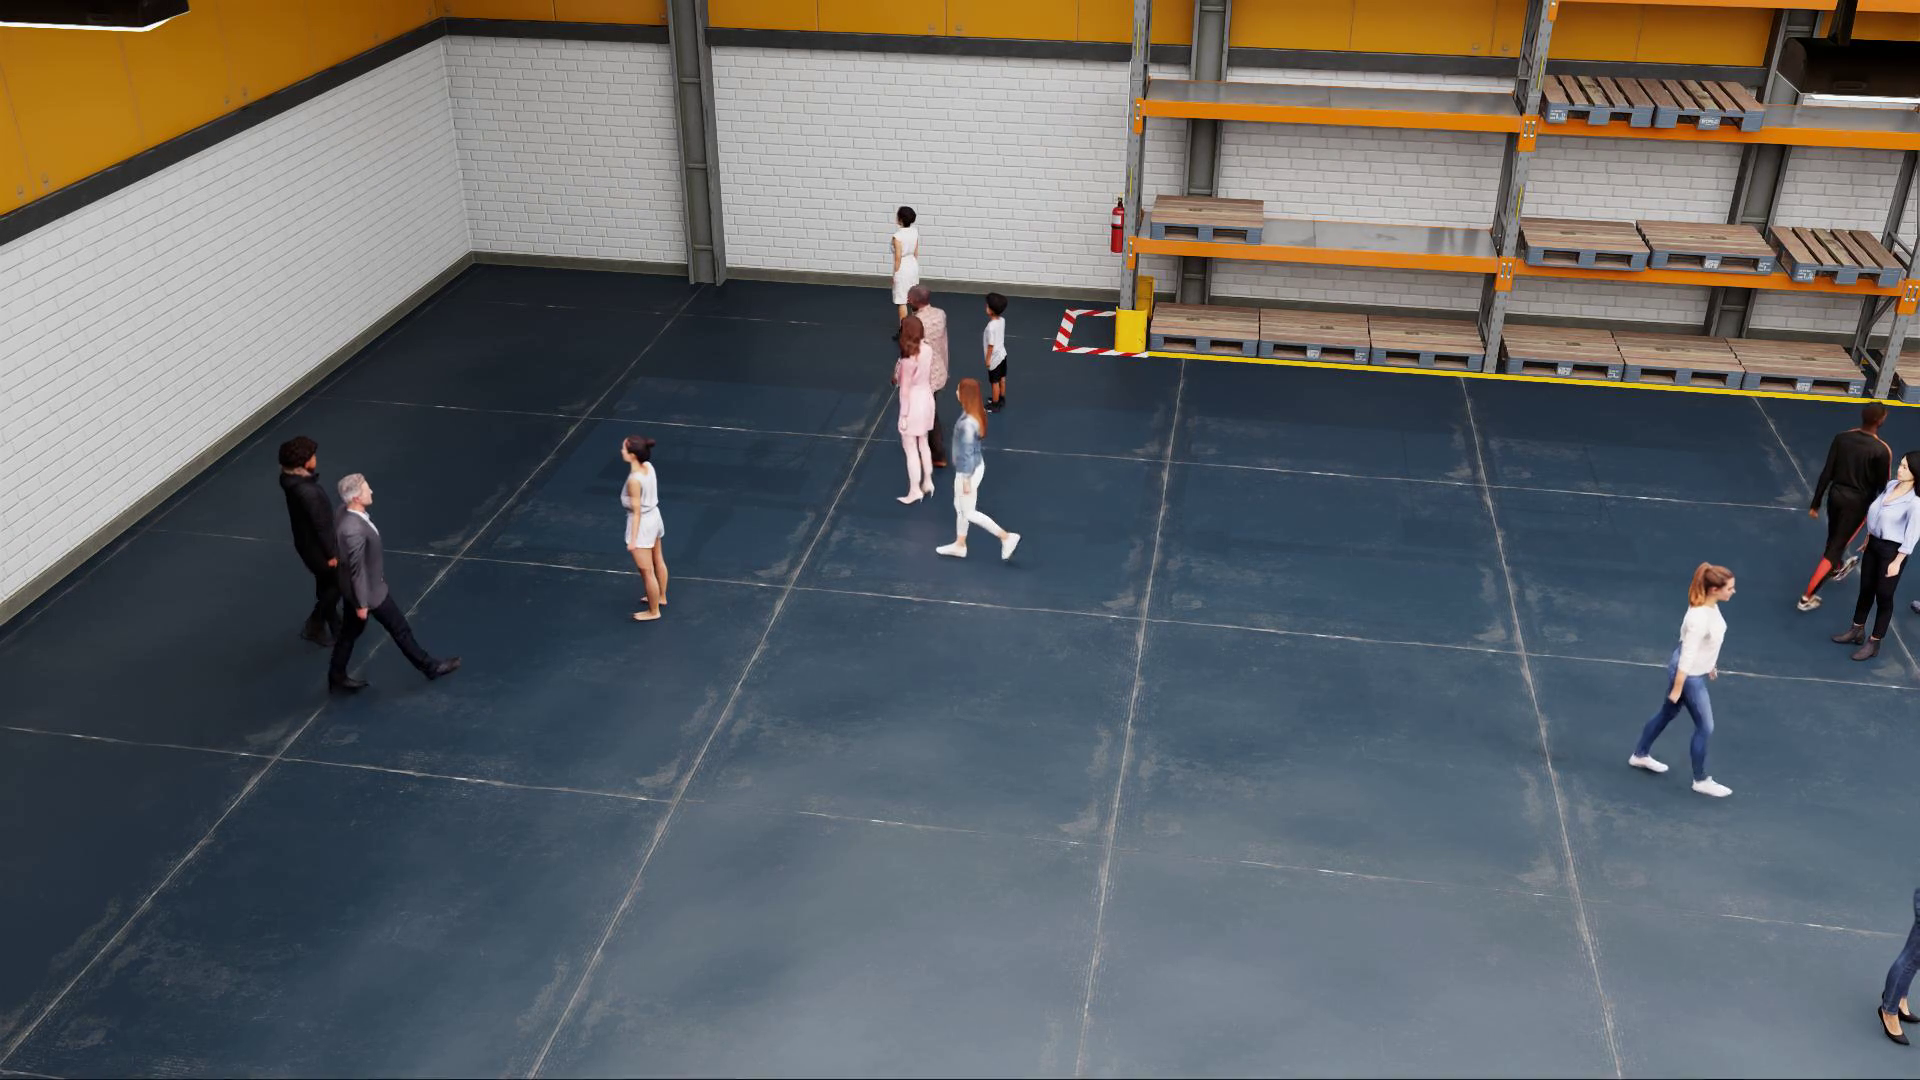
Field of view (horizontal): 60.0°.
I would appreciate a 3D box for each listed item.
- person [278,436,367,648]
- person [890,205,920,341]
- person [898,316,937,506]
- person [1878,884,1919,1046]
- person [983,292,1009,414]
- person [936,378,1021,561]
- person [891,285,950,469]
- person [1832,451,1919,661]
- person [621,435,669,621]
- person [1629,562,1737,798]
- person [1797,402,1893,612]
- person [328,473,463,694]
[{"bbox_3d":[-5.029,0.058,12.863,0.924,1.768,0.875,-23,36,-35],"label":"person"},{"bbox_3d":[-0.612,-3.008,18.708,0.656,1.554,0.640,21,35,33],"label":"person"},{"bbox_3d":[-0.369,-1.171,15.086,0.674,1.798,0.692,16,33,27],"label":"person"},{"bbox_3d":[5.443,2.020,9.238,0.656,1.796,0.682,-24,37,-37],"label":"person"},{"bbox_3d":[0.368,-1.925,17.030,0.552,1.259,0.543,14,31,23],"label":"person"},{"bbox_3d":[0.162,-0.567,14.097,0.960,1.684,0.632,4,29,7],"label":"person"},{"bbox_3d":[-0.236,-1.527,15.750,0.966,1.786,0.851,15,32,26],"label":"person"},{"bbox_3d":[7.132,0.110,12.794,0.650,1.744,0.701,-3,29,-5],"label":"person"},{"bbox_3d":[-2.530,-0.113,13.352,0.543,1.600,0.559,4,29,8],"label":"person"},{"bbox_3d":[4.885,0.913,11.372,1.006,1.695,0.816,15,32,26],"label":"person"},{"bbox_3d":[7.105,-0.233,13.403,1.226,1.763,1.132,-17,33,-28],"label":"person"},{"bbox_3d":[-4.467,0.380,12.255,1.330,1.786,1.214,-15,32,-25],"label":"person"}]
